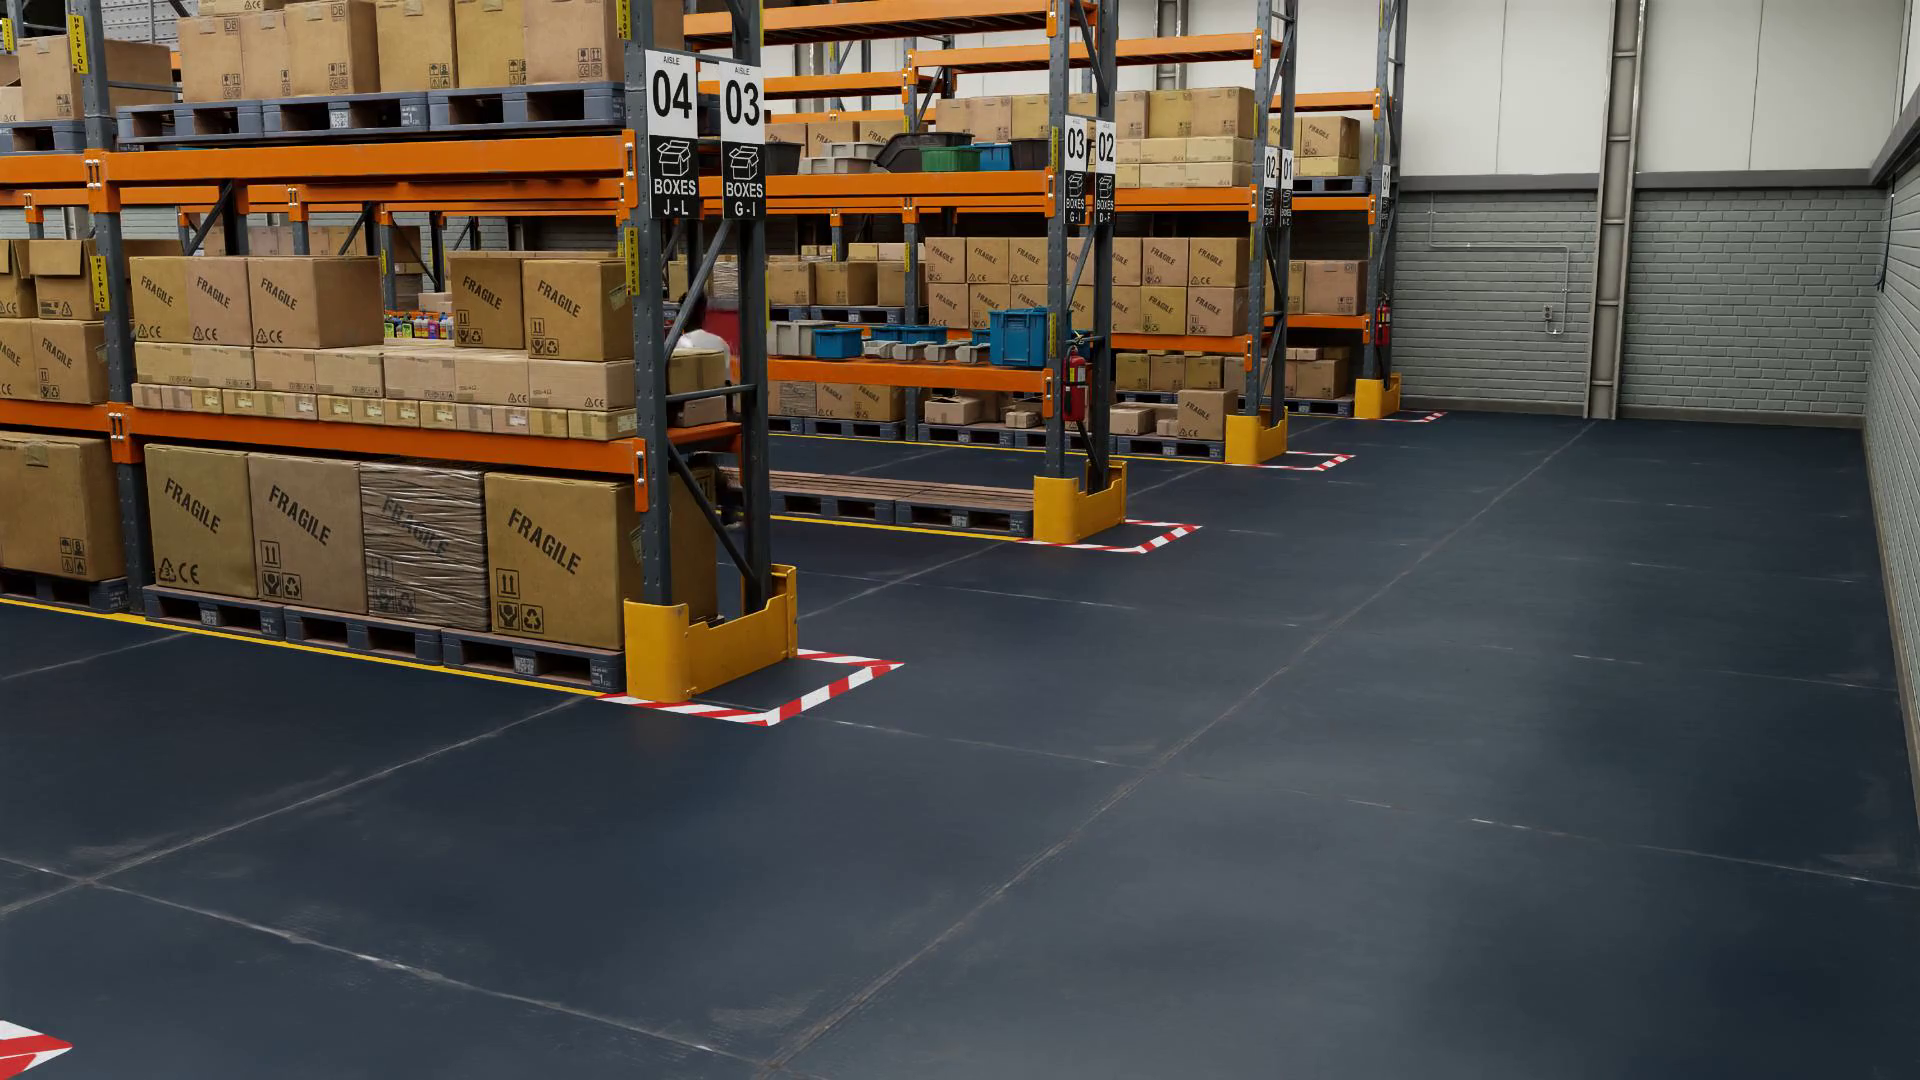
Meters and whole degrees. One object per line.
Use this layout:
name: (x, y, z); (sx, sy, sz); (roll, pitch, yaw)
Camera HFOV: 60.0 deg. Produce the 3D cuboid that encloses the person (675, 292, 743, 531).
person: (-2.073, -1.029, 13.332); (1.000, 1.919, 0.610); (7, 12, 32)
